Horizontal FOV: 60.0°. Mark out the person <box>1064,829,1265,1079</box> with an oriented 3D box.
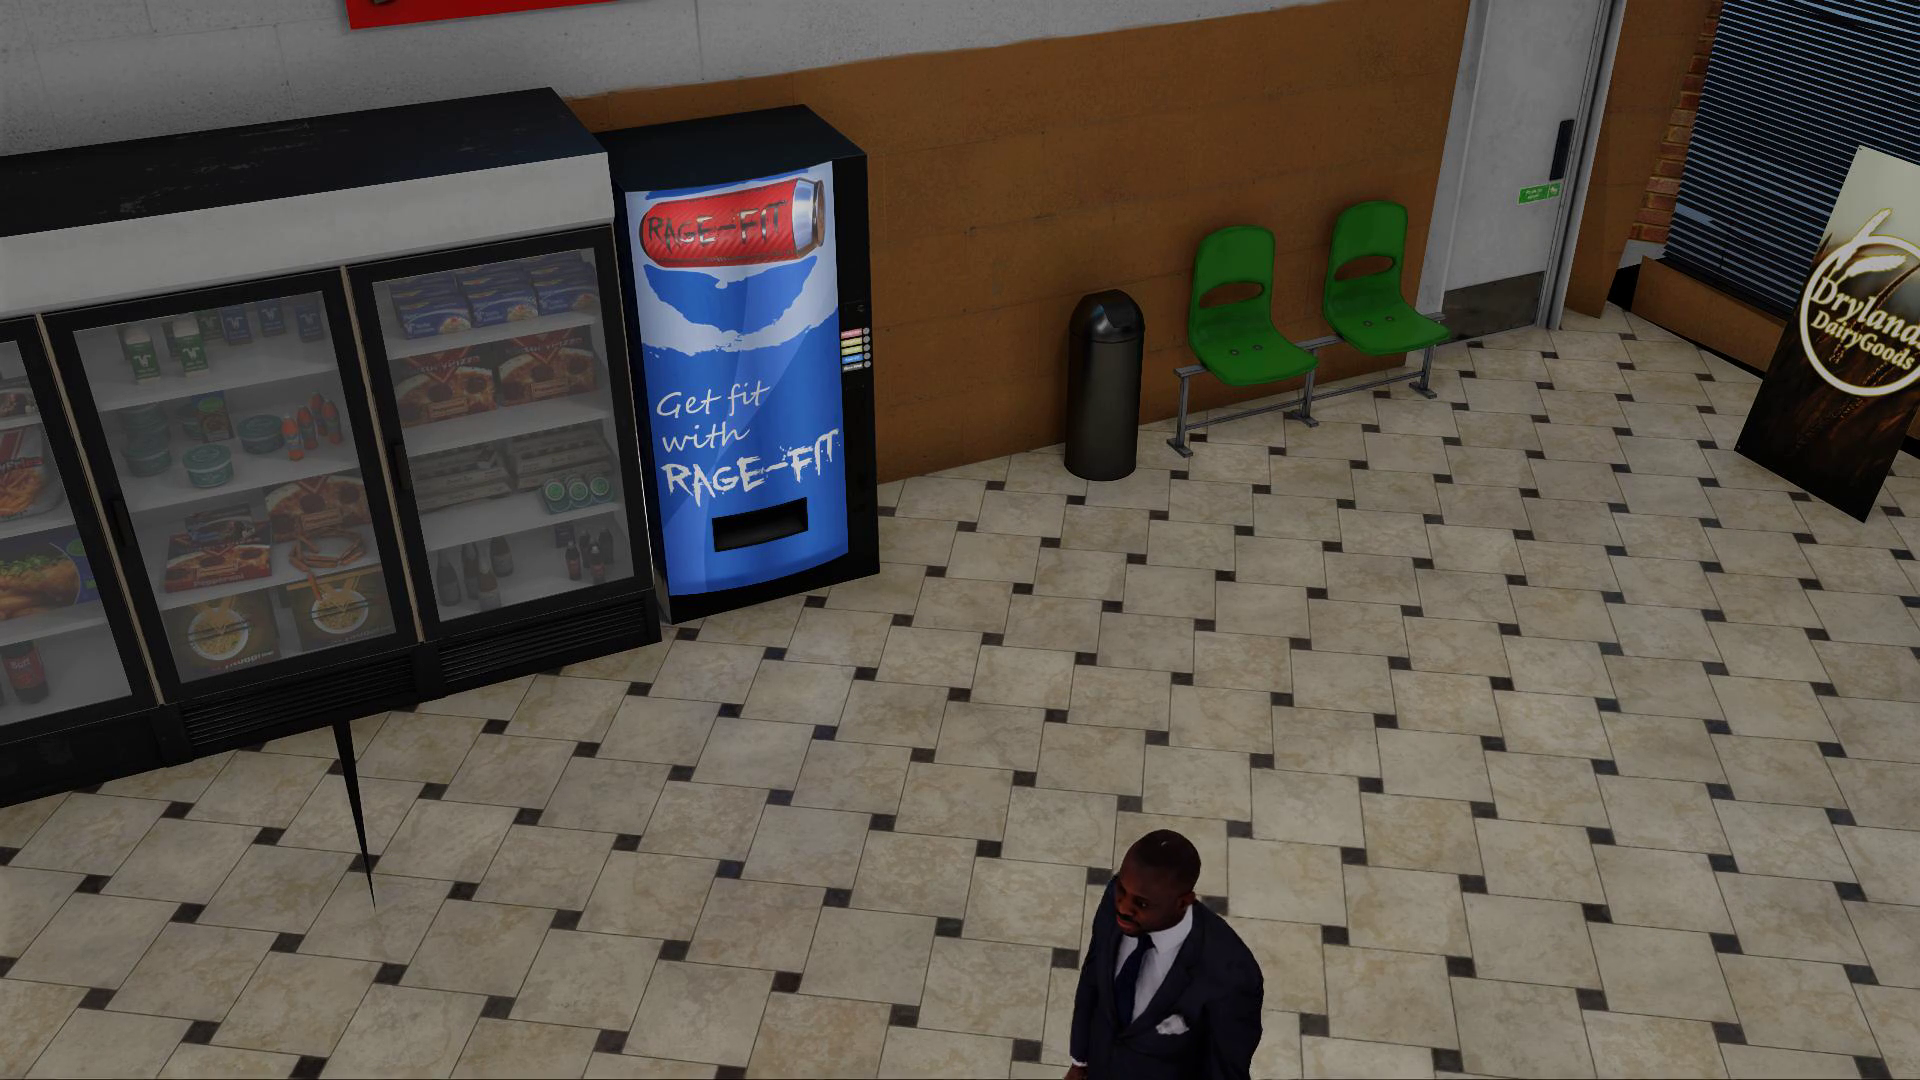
[{"bbox_3d":[0.558,1.414,4.323,0.801,1.808,0.702,-19,37,-28],"label":"person"}]
